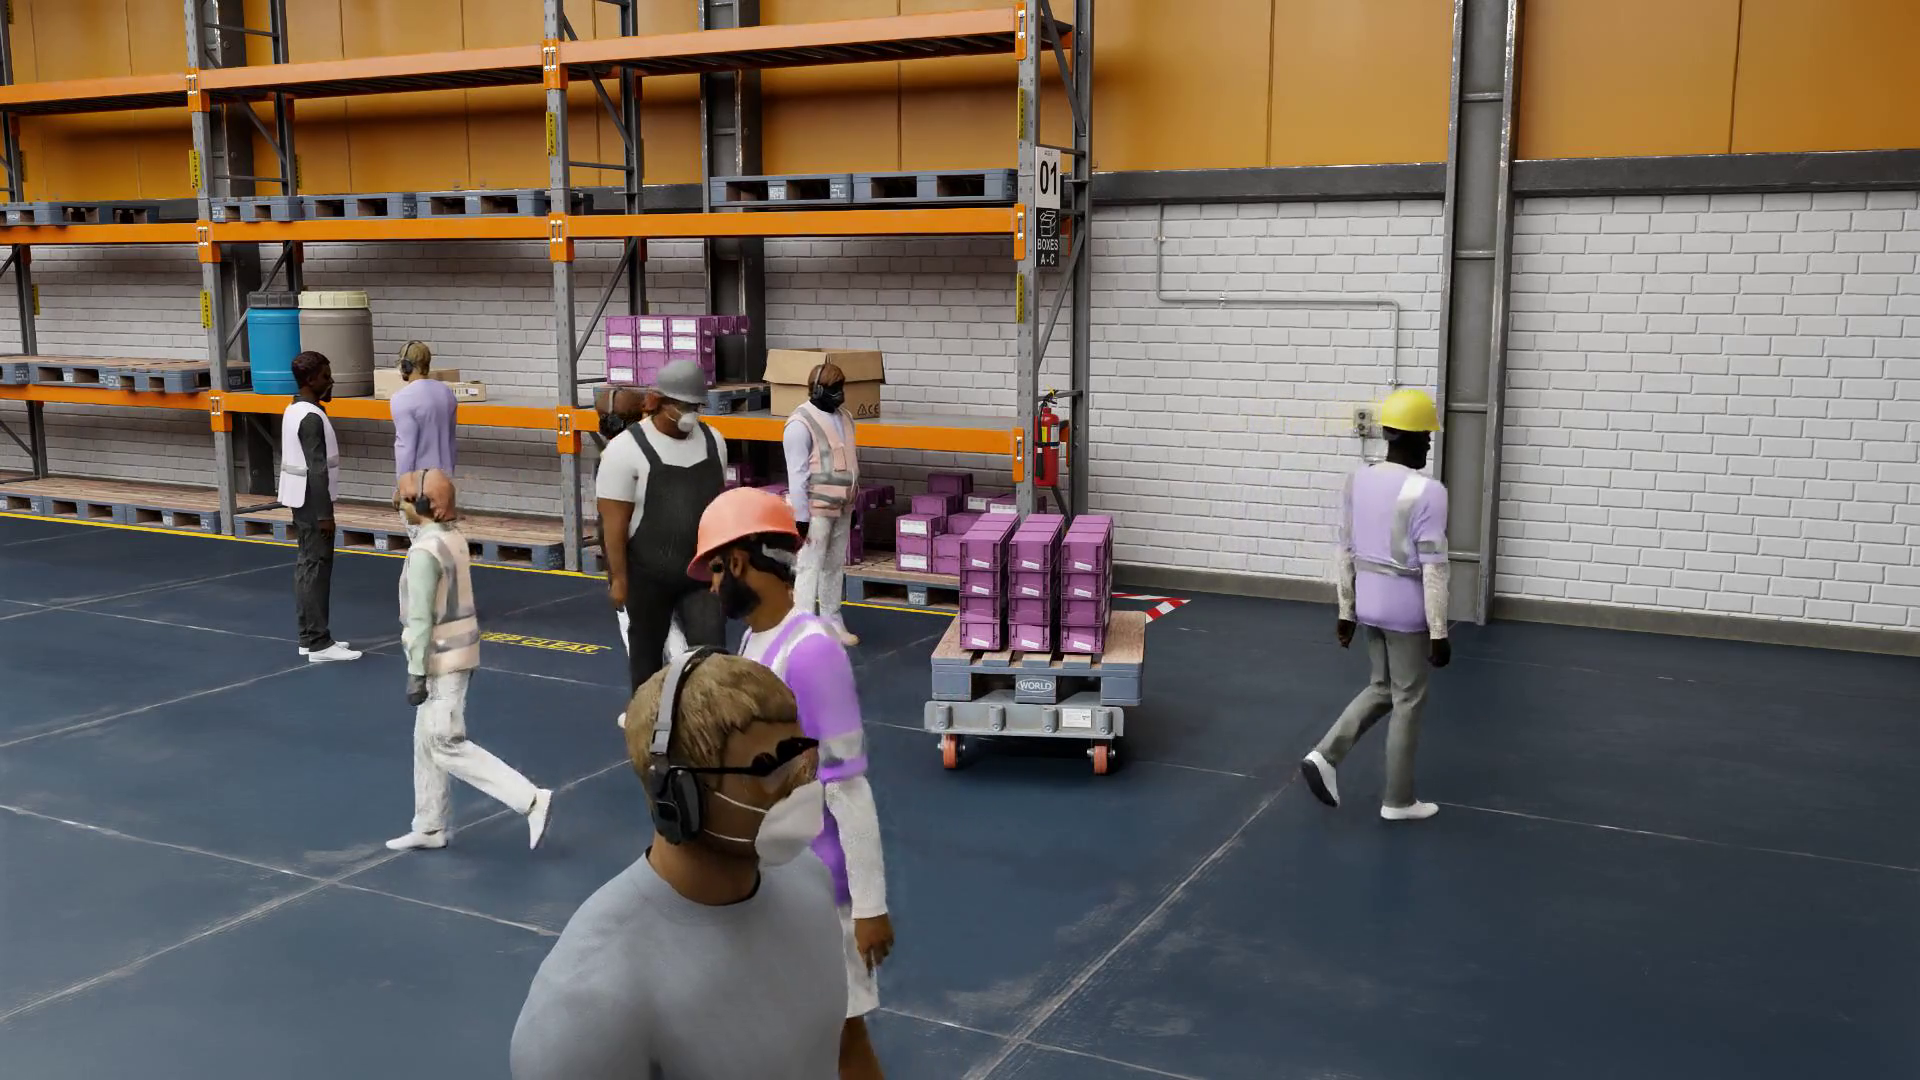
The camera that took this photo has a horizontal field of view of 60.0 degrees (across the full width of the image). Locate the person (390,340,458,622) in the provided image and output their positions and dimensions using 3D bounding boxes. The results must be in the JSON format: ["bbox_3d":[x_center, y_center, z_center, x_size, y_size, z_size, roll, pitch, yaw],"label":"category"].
[{"bbox_3d":[-3.662,-0.393,11.387,0.352,1.937,0.635,3,10,17],"label":"person"}]

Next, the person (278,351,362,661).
[{"bbox_3d":[-4.002,-0.206,10.297,0.391,1.919,0.590,-6,11,-31],"label":"person"}]

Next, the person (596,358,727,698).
[{"bbox_3d":[-1.361,0.095,8.060,0.715,2.000,0.899,-7,12,-37],"label":"person"}]

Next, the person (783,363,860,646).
[{"bbox_3d":[-0.854,-0.199,10.536,0.432,1.836,0.618,5,11,29],"label":"person"}]

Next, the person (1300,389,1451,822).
[{"bbox_3d":[1.835,0.304,7.175,0.559,1.911,0.593,-4,10,-24],"label":"person"}]

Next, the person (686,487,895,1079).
[{"bbox_3d":[-0.366,0.834,4.021,0.396,1.891,0.736,-5,10,-28],"label":"person"}]

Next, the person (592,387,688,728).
[{"bbox_3d":[-1.619,0.113,8.659,0.524,1.816,0.646,5,10,27],"label":"person"}]

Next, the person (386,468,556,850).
[{"bbox_3d":[-2.029,0.510,6.801,0.688,1.618,0.531,-1,9,-4],"label":"person"}]

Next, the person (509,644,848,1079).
[{"bbox_3d":[-0.313,1.092,2.228,0.372,1.940,0.631,3,10,20],"label":"person"}]
